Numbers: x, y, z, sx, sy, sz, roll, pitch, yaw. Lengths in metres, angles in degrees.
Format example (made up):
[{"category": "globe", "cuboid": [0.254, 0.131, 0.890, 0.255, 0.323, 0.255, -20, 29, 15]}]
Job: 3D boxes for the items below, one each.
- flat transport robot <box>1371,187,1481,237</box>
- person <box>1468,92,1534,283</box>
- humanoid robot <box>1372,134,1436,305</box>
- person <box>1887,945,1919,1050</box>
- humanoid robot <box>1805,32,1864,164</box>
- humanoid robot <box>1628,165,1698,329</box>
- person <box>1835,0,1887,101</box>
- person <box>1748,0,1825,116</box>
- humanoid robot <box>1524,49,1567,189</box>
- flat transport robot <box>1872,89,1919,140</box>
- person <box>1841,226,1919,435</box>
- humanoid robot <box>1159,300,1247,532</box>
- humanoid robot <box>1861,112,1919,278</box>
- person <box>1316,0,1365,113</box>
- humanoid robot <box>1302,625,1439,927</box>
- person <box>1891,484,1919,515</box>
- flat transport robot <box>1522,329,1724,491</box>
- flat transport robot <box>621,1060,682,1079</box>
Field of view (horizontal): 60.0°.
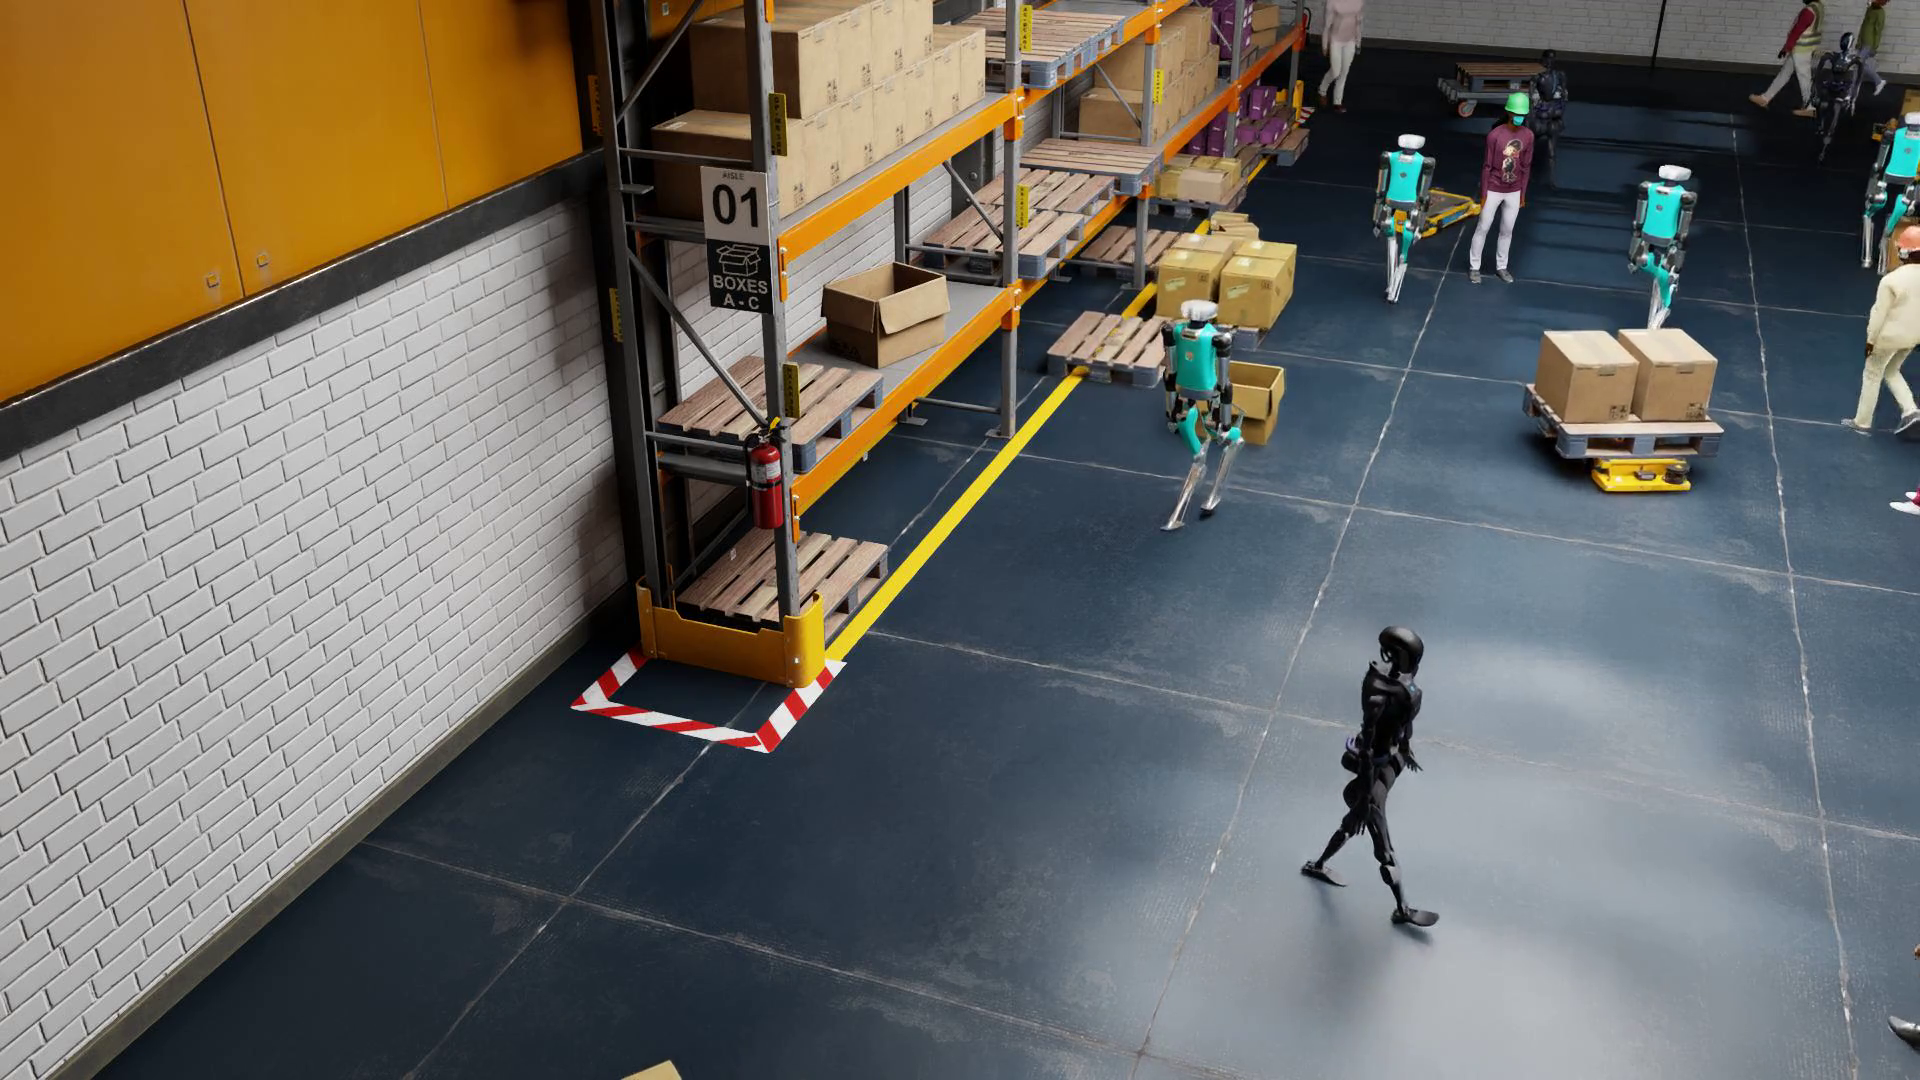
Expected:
[{"category": "flat transport robot", "cuboid": [5.356, -3.749, 19.022, 0.659, 0.231, 1.431, 22, 35, 36]}, {"category": "person", "cuboid": [5.499, -3.558, 16.834, 0.487, 1.942, 0.436, -1, 27, -3]}, {"category": "humanoid robot", "cuboid": [4.311, -3.131, 16.194, 0.549, 1.722, 0.984, 12, 30, 22]}, {"category": "person", "cuboid": [4.415, 1.663, 6.930, 0.746, 1.729, 0.775, -15, 31, -26]}, {"category": "humanoid robot", "cuboid": [11.170, -5.665, 21.257, 0.593, 1.627, 0.781, 19, 33, 32]}, {"category": "humanoid robot", "cuboid": [6.405, -2.561, 15.119, 0.947, 1.757, 0.542, -22, 34, -36]}, {"category": "person", "cuboid": [13.331, -7.234, 24.306, 0.621, 1.611, 0.509, 5, 28, 9]}, {"category": "person", "cuboid": [11.870, -6.977, 23.622, 0.959, 1.791, 0.621, 18, 32, 30]}, {"category": "humanoid robot", "cuboid": [7.099, -5.141, 20.229, 0.599, 1.616, 0.780, -9, 29, -18]}, {"category": "flat transport robot", "cuboid": [13.064, -5.451, 22.324, 1.431, 0.231, 0.659, 13, 30, 24]}, {"category": "person", "cuboid": [7.534, -1.636, 13.318, 0.567, 1.735, 0.522, -9, 29, -17]}, {"category": "humanoid robot", "cuboid": [1.782, -0.925, 11.957, 0.545, 1.779, 0.882, 18, 32, 31]}, {"category": "humanoid robot", "cuboid": [9.550, -3.540, 17.018, 0.551, 1.744, 0.980, 12, 30, 22]}, {"category": "person", "cuboid": [5.423, -7.060, 23.652, 0.623, 1.924, 0.476, -11, 29, -20]}, {"category": "humanoid robot", "cuboid": [2.087, 1.112, 8.107, 0.763, 1.626, 0.608, 17, 32, 30]}, {"category": "person", "cuboid": [7.182, -0.955, 12.124, 0.503, 1.628, 0.277, -23, 35, -37]}, {"category": "flat transport robot", "cuboid": [5.203, -0.761, 13.226, 0.659, 0.231, 1.431, -1, 27, -1]}, {"category": "flat transport robot", "cuboid": [-1.200, 2.877, 6.171, 1.431, 0.231, 0.659, -15, 31, -27]}]
